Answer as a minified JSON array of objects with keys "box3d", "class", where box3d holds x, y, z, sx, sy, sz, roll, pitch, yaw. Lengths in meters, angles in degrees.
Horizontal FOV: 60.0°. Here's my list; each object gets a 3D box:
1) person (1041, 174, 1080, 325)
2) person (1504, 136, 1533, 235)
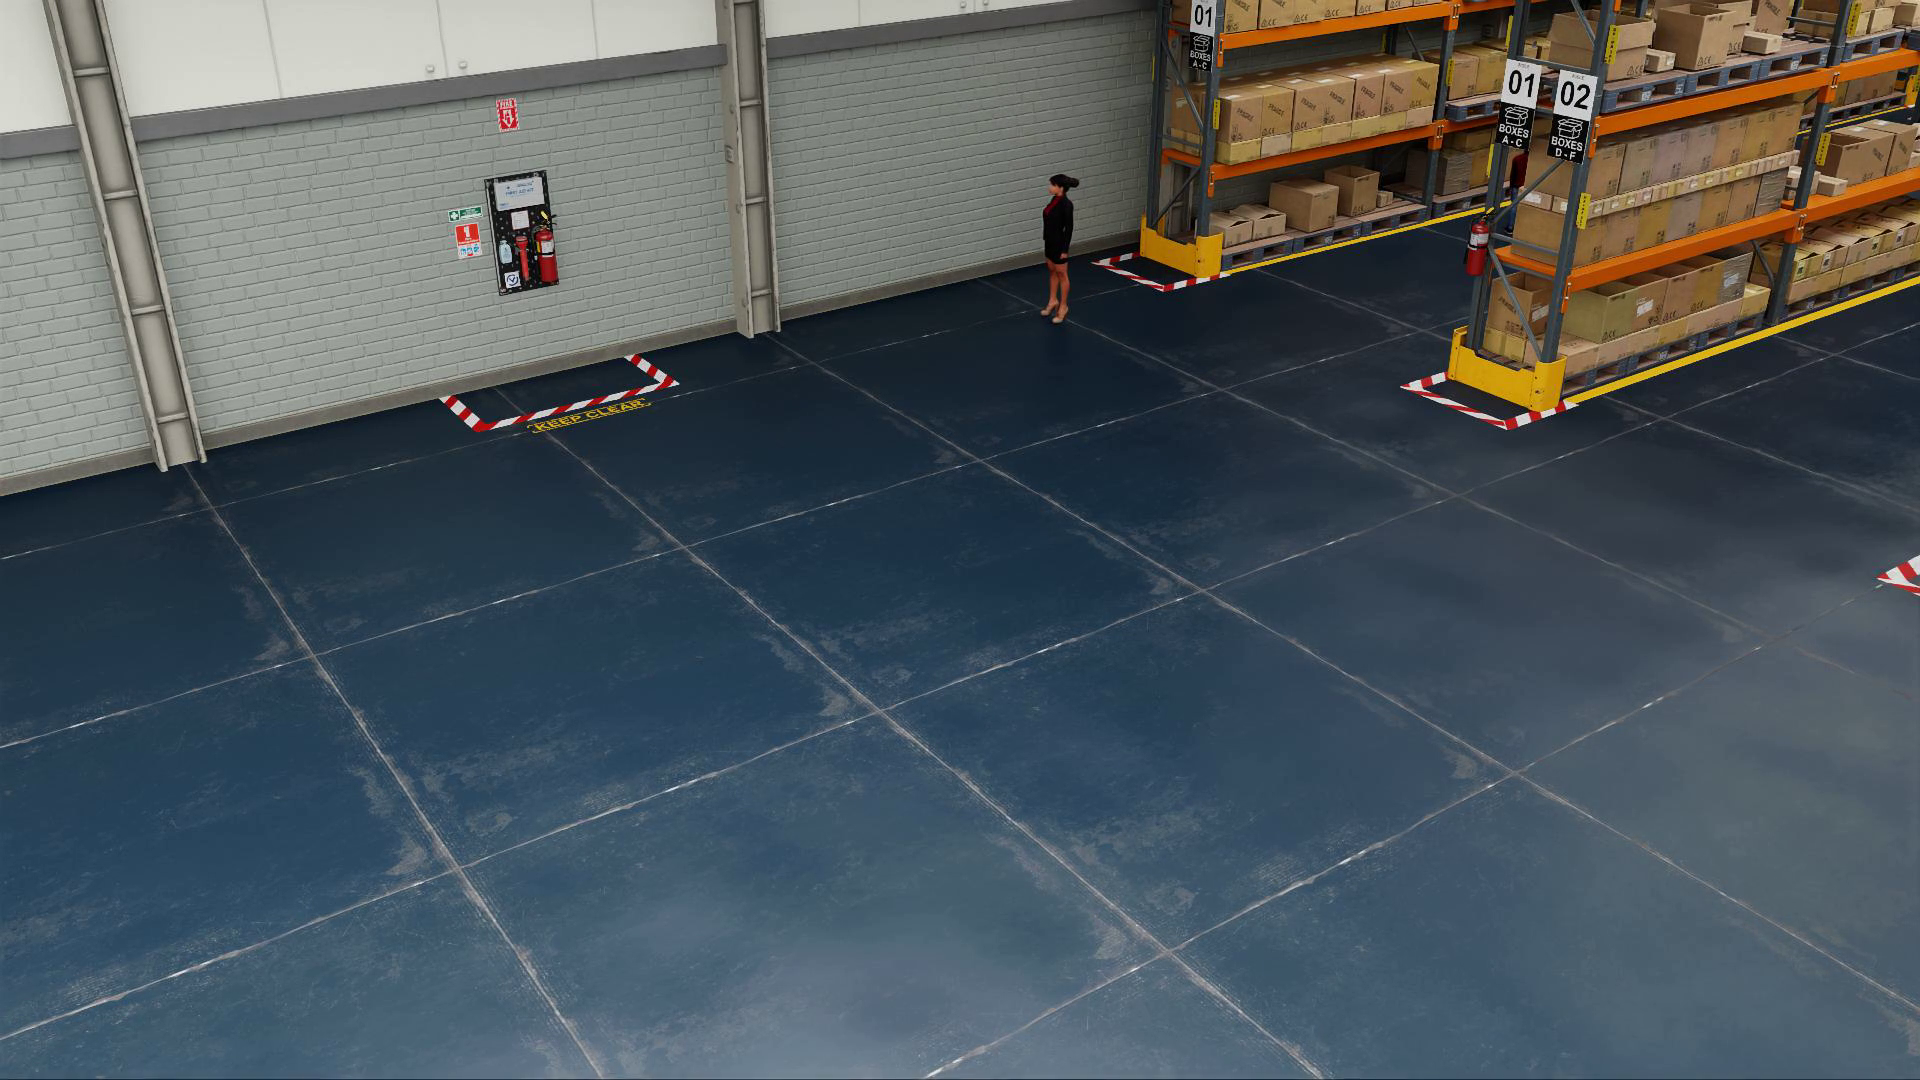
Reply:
[{"box3d":[1.064,-3.203,18.225,0.677,1.639,0.626,-11,29,-20],"class":"person"},{"box3d":[7.193,-4.529,21.220,0.587,1.256,0.641,6,28,12],"class":"person"}]
